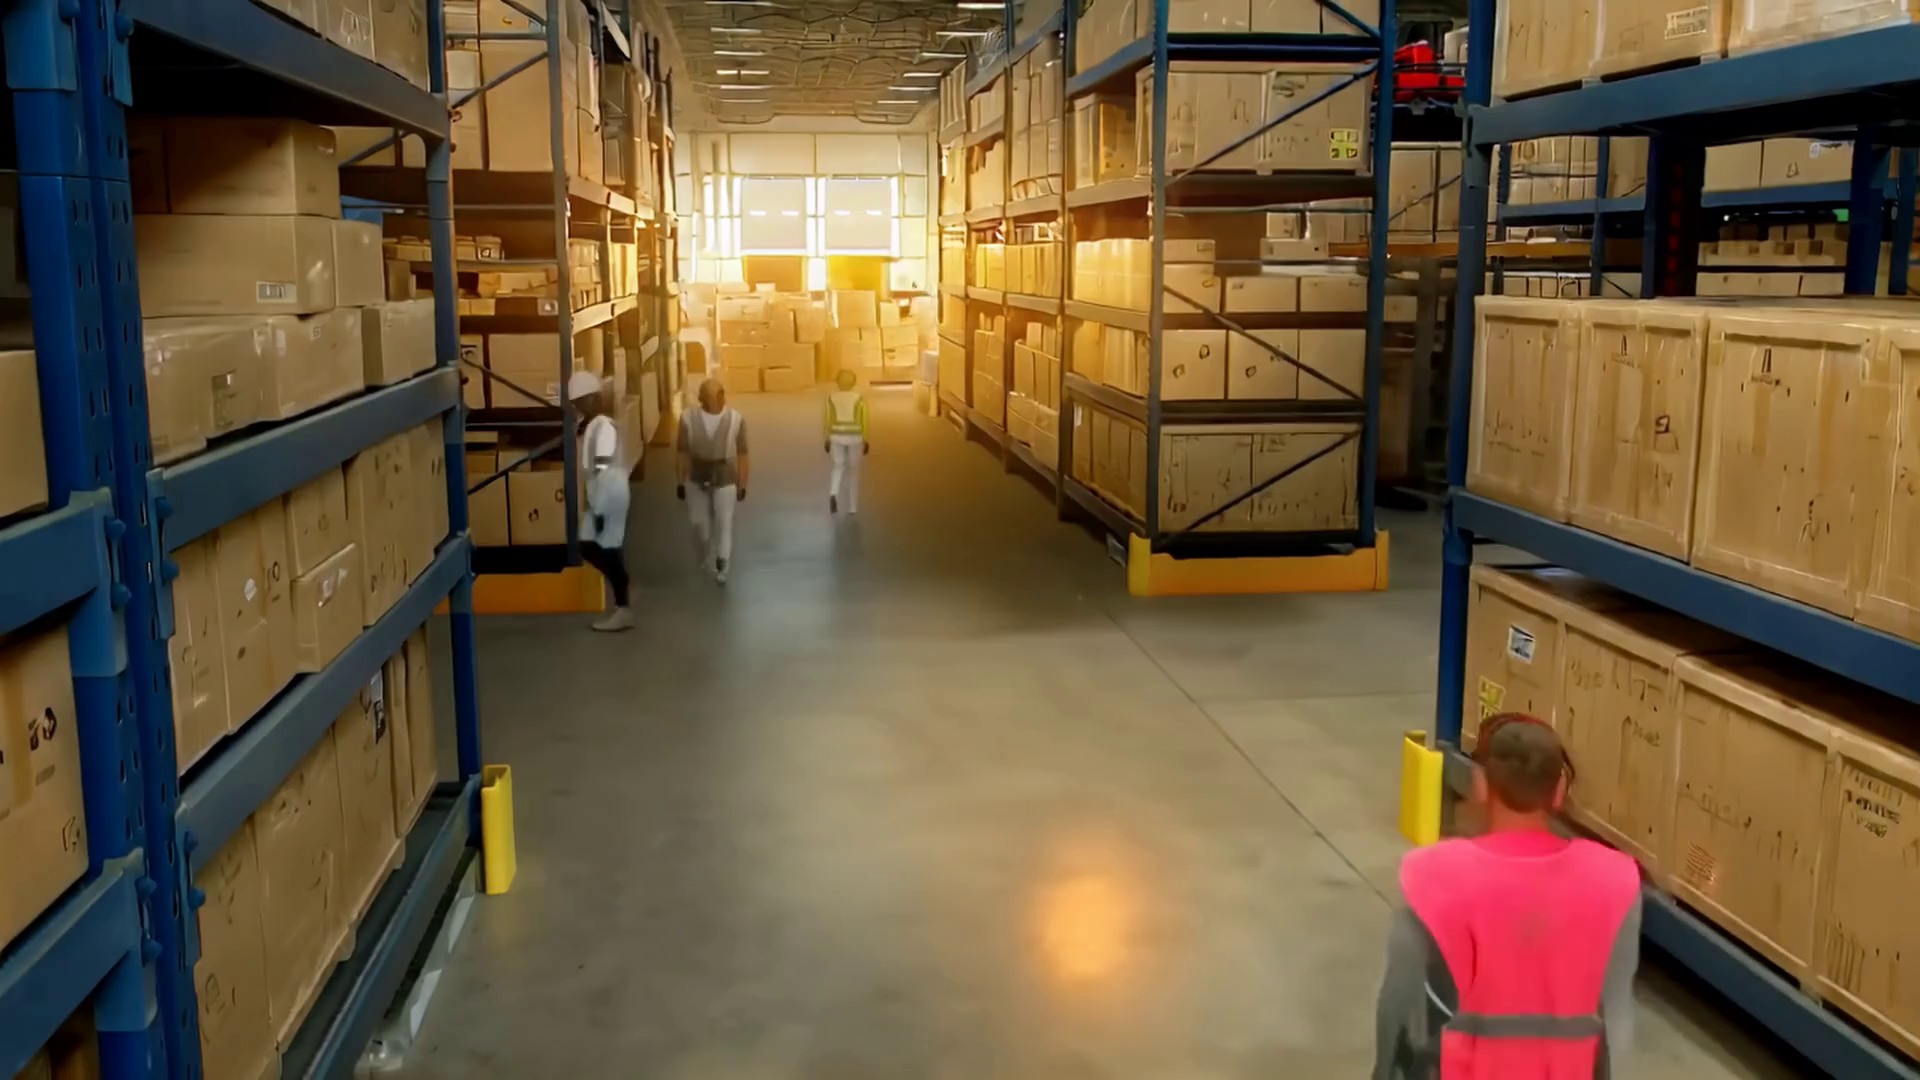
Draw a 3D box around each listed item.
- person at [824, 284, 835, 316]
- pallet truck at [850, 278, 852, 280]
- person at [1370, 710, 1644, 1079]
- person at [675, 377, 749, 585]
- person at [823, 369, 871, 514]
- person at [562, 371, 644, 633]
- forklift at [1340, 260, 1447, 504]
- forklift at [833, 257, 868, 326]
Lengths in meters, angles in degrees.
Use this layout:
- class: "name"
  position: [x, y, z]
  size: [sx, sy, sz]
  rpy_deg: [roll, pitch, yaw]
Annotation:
- class: "person"
  position: [-4.564, -8.220, 59.417]
  size: [0.892, 1.845, 0.594]
  rpy_deg: [0, 10, 3]
- class: "pallet truck"
  position: [-3.782, -9.391, 65.808]
  size: [1.885, 1.965, 0.823]
  rpy_deg: [2, 10, 10]
- class: "person"
  position: [1.300, 1.297, 4.088]
  size: [0.580, 1.809, 0.862]
  rpy_deg: [0, 10, 1]
- class: "person"
  position: [-2.175, -0.516, 14.628]
  size: [0.652, 1.830, 0.438]
  rpy_deg: [-1, 10, -6]
- class: "person"
  position: [-1.261, -1.089, 18.561]
  size: [0.527, 1.630, 0.392]
  rpy_deg: [1, 10, 8]
- class: "person"
  position: [-2.759, -0.285, 12.741]
  size: [0.494, 2.011, 0.684]
  rpy_deg: [-4, 11, -23]
- class: "forklift"
  position: [5.188, -1.938, 19.846]
  size: [1.129, 2.768, 1.873]
  rpy_deg: [-1, 10, -7]
- class: "forklift"
  position: [-2.884, -6.733, 47.766]
  size: [1.873, 2.768, 1.129]
  rpy_deg: [-3, 10, -15]
